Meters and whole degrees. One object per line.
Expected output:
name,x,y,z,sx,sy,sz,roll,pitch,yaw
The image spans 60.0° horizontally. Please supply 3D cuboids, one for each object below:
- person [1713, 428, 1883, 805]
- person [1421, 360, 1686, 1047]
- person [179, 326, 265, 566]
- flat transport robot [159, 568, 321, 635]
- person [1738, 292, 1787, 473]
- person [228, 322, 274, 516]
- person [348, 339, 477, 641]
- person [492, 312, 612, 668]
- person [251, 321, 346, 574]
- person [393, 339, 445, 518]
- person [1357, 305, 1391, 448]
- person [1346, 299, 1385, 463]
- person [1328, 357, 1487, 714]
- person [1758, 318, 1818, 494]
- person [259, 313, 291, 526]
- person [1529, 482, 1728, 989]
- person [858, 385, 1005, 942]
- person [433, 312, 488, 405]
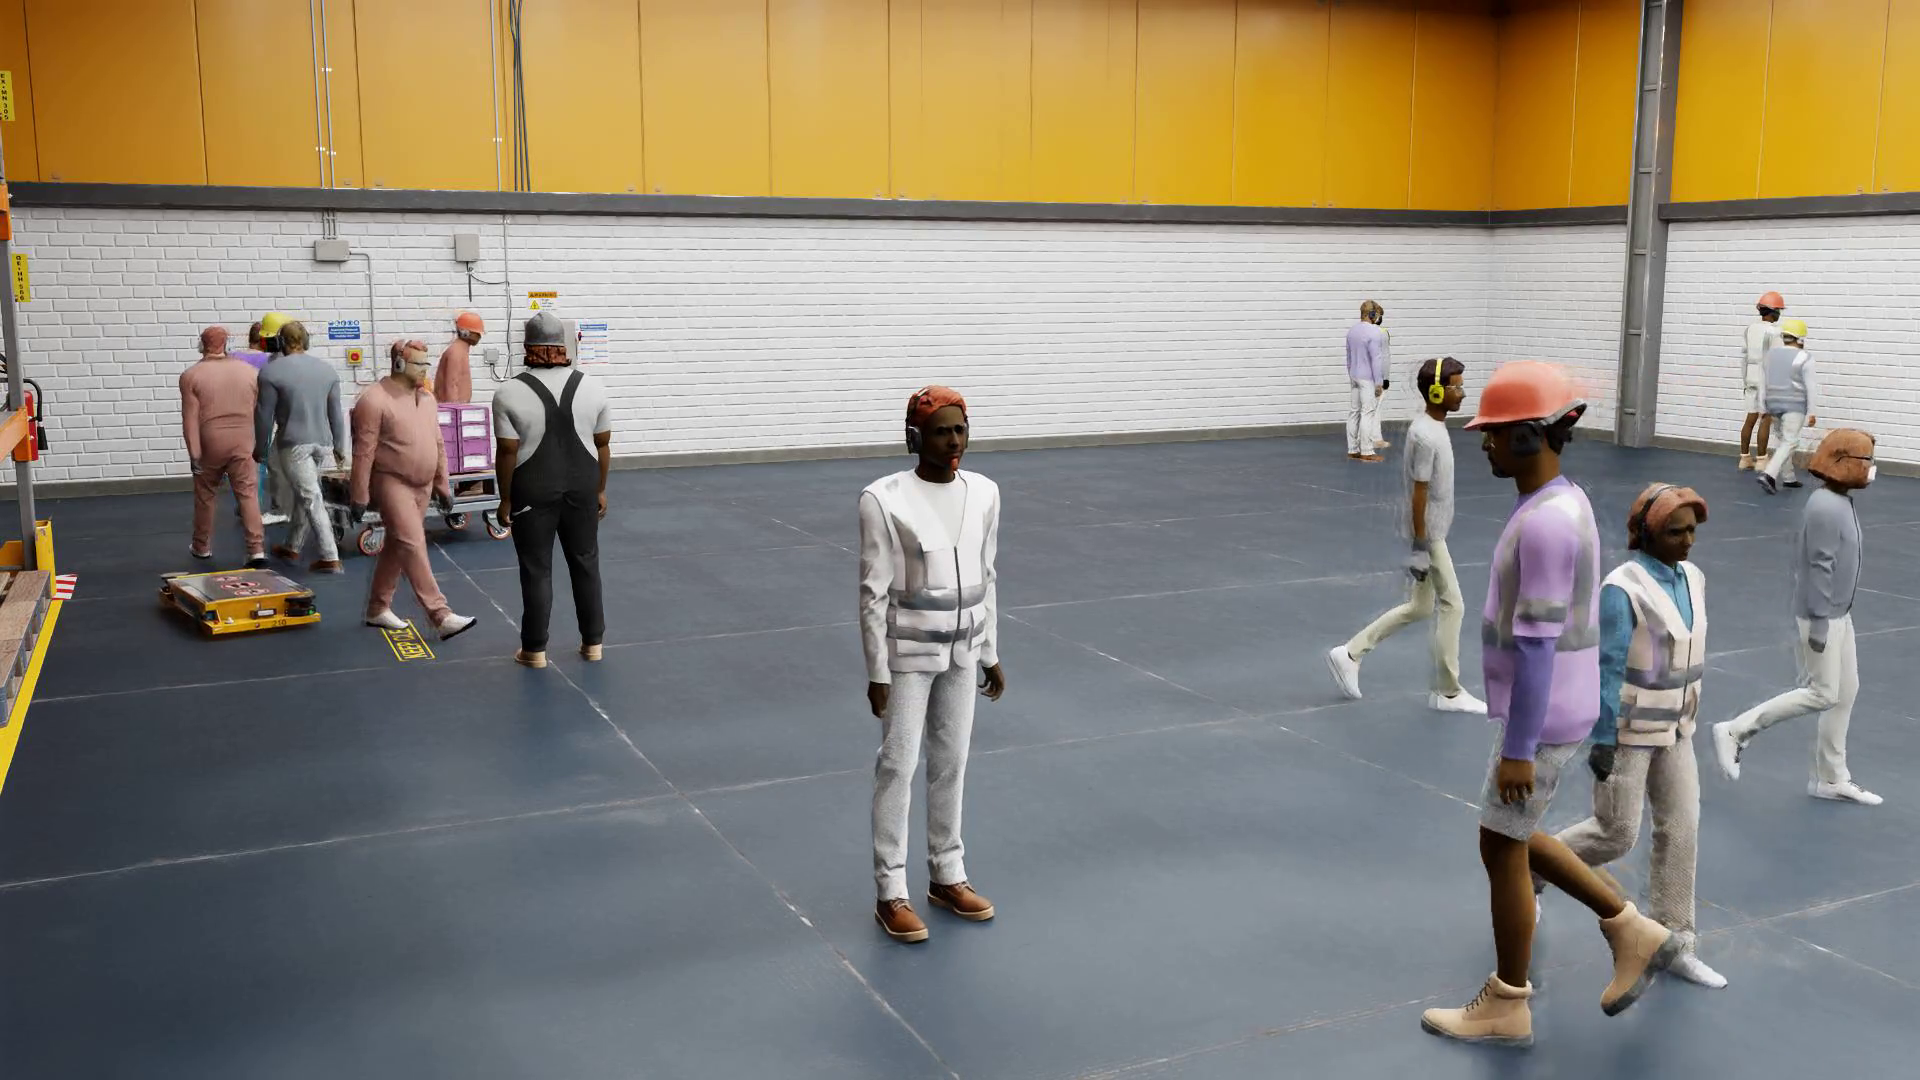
person,3.641,0.315,7.113,0.588,1.613,0.506,7,11,36
person,1.736,0.497,4.802,0.636,2.023,0.629,3,10,18
person,-5.705,-0.728,12.901,0.625,1.852,1.008,-7,12,-39
flat transport robot,-4.745,0.379,10.909,0.652,0.197,1.431,-7,11,-37
person,9.106,-1.777,18.806,0.378,2.041,0.615,-2,9,-13
person,-6.358,-1.058,15.084,0.598,1.810,0.583,1,9,8
person,-3.390,-0.311,10.324,1.005,1.843,0.665,3,10,20
person,-2.371,-0.293,9.602,0.674,2.000,0.535,-5,11,-30
person,-5.053,-0.704,12.603,0.965,1.886,0.617,6,11,31
person,-5.032,-0.981,15.052,0.862,1.657,0.551,-8,12,-40
person,5.327,-2.114,21.516,0.429,1.844,0.625,-6,11,-34
person,4.839,-1.891,19.841,0.372,1.938,0.630,-3,10,-21
person,2.359,-0.024,8.573,0.796,1.839,0.527,2,9,14
person,8.467,-1.372,17.041,0.852,1.803,0.607,-5,10,-26
person,-6.081,-1.060,14.778,0.743,1.893,0.608,-6,11,-33
person,2.141,0.603,5.382,0.530,1.616,0.671,-7,12,-37
person,-0.089,0.412,5.717,0.576,1.882,0.362,-7,11,-37
person,-4.872,-1.253,16.099,1.192,1.879,0.632,-3,10,-17
